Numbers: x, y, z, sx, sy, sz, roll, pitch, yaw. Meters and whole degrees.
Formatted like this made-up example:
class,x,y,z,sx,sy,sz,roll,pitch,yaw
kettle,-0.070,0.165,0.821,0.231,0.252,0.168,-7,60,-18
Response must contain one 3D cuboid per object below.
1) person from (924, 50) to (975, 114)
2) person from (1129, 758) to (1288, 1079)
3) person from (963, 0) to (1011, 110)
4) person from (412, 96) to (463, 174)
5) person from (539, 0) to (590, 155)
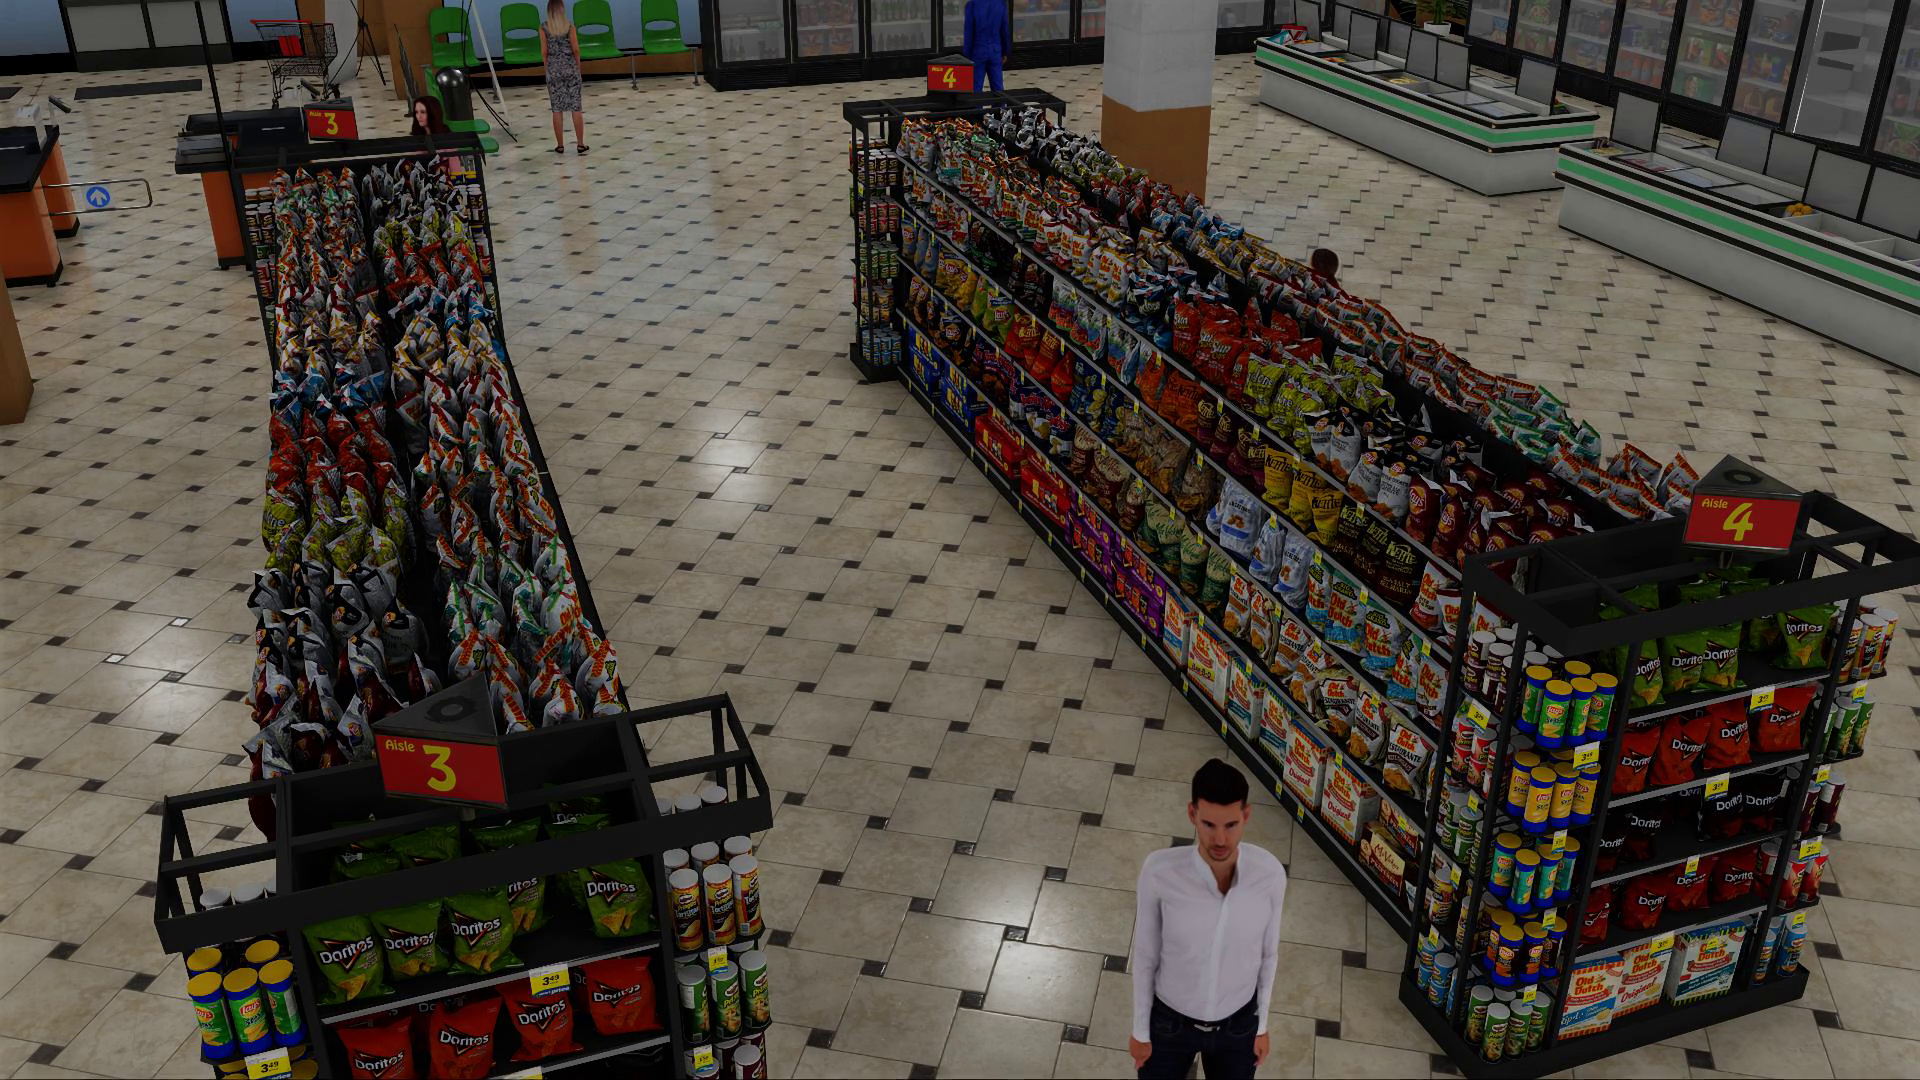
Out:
class,x,y,z,sx,sy,sz,roll,pitch,yaw
person,-0.088,-3.391,14.843,0.737,1.896,0.797,12,29,22
person,0.761,1.485,5.259,0.688,1.868,0.687,-1,27,-2
person,0.302,-5.687,19.448,0.738,1.826,0.550,-8,28,-15
person,-4.263,-2.746,13.674,0.690,1.803,0.722,9,28,16
person,-4.450,-5.198,18.618,0.617,1.705,0.579,-2,27,-4
